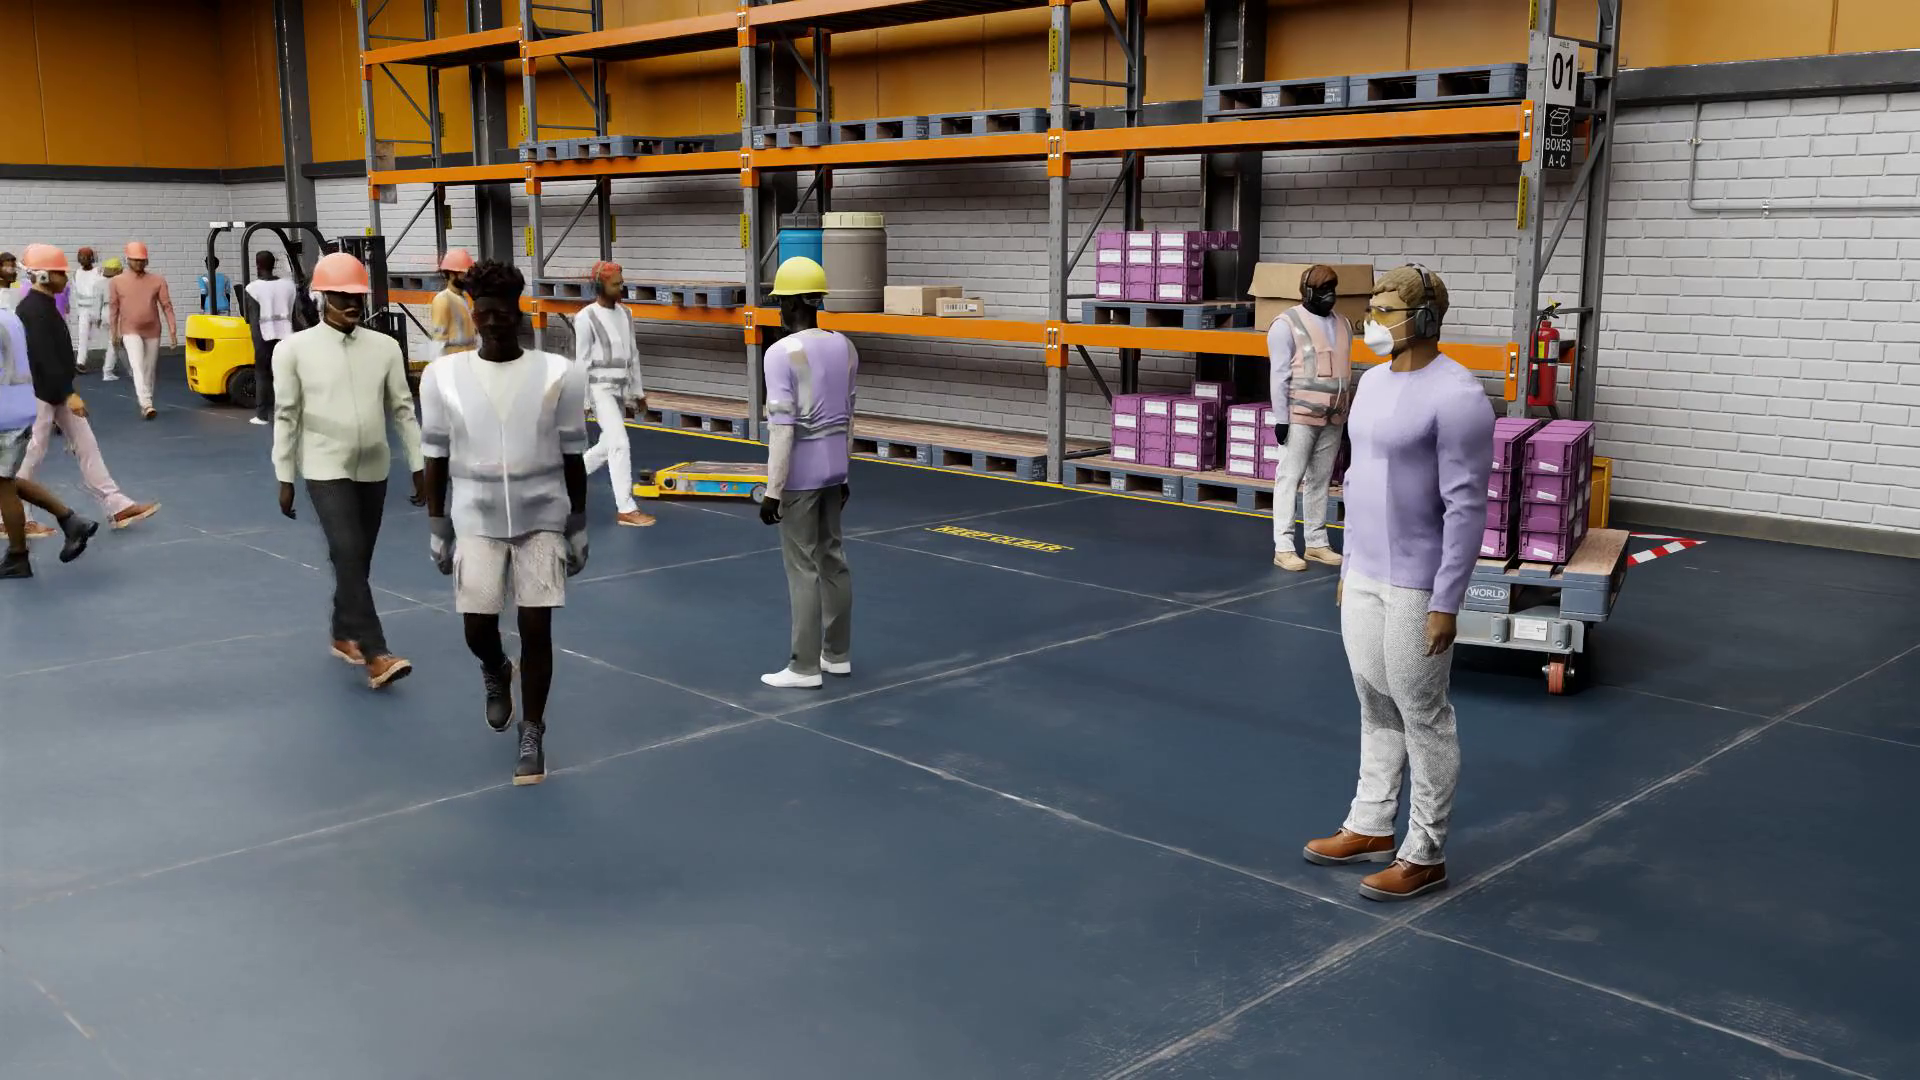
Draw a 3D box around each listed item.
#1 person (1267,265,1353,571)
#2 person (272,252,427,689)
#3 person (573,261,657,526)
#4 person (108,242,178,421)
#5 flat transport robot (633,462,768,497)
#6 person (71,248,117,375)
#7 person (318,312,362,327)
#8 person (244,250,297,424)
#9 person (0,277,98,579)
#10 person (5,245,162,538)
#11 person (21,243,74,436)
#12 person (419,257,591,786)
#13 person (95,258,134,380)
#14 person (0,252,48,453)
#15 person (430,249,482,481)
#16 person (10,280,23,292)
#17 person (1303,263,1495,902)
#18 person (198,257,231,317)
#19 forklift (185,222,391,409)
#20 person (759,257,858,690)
[{"bbox_3d":[2.158,-0.743,10.140,0.621,1.845,0.429,-7,12,-32],"label":"person"},{"bbox_3d":[-2.728,-0.322,7.572,0.993,1.937,0.632,9,14,40],"label":"person"},{"bbox_3d":[-2.548,-1.032,11.694,0.860,1.858,0.579,4,11,20],"label":"person"},{"bbox_3d":[-9.014,-2.303,18.380,0.647,1.935,1.044,-7,13,-35],"label":"person"},{"bbox_3d":[-1.735,-0.460,12.874,1.431,0.197,0.652,2,11,13],"label":"flat transport robot"},{"bbox_3d":[-12.711,-3.345,24.369,0.594,1.826,1.035,0,10,2],"label":"person"},{"bbox_3d":[-4.677,-1.204,12.646,0.325,1.843,0.517,-1,10,-4],"label":"person"},{"bbox_3d":[-7.242,-2.129,17.646,0.969,1.878,0.579,9,14,41],"label":"person"},{"bbox_3d":[-5.562,-0.718,9.783,0.607,1.924,0.558,-3,11,-14],"label":"person"},{"bbox_3d":[-6.002,-0.986,11.170,0.961,1.949,0.605,-2,11,-12],"label":"person"},{"bbox_3d":[-9.257,-2.023,16.852,0.363,1.939,0.542,3,11,17],"label":"person"},{"bbox_3d":[-1.701,-0.087,6.287,0.607,1.949,0.632,-2,11,-12],"label":"person"},{"bbox_3d":[-11.859,-3.116,23.463,0.508,1.688,0.898,2,11,12],"label":"person"},{"bbox_3d":[-8.672,-1.687,15.212,0.328,1.872,0.511,0,10,2],"label":"person"},{"bbox_3d":[-4.008,-1.409,13.596,0.854,1.896,0.548,0,10,1],"label":"person"},{"bbox_3d":[-10.115,-2.116,17.743,0.859,1.806,0.625,3,11,14],"label":"person"},{"bbox_3d":[1.352,0.131,5.106,0.372,1.940,0.627,-3,11,-18],"label":"person"},{"bbox_3d":[-11.959,-3.713,26.725,0.320,1.697,0.532,8,13,37],"label":"person"},{"bbox_3d":[-8.169,-2.758,20.163,2.313,2.155,1.214,-10,14,-44],"label":"forklift"},{"bbox_3d":[-0.691,-0.293,7.449,0.367,1.926,0.594,6,12,31],"label":"person"}]
